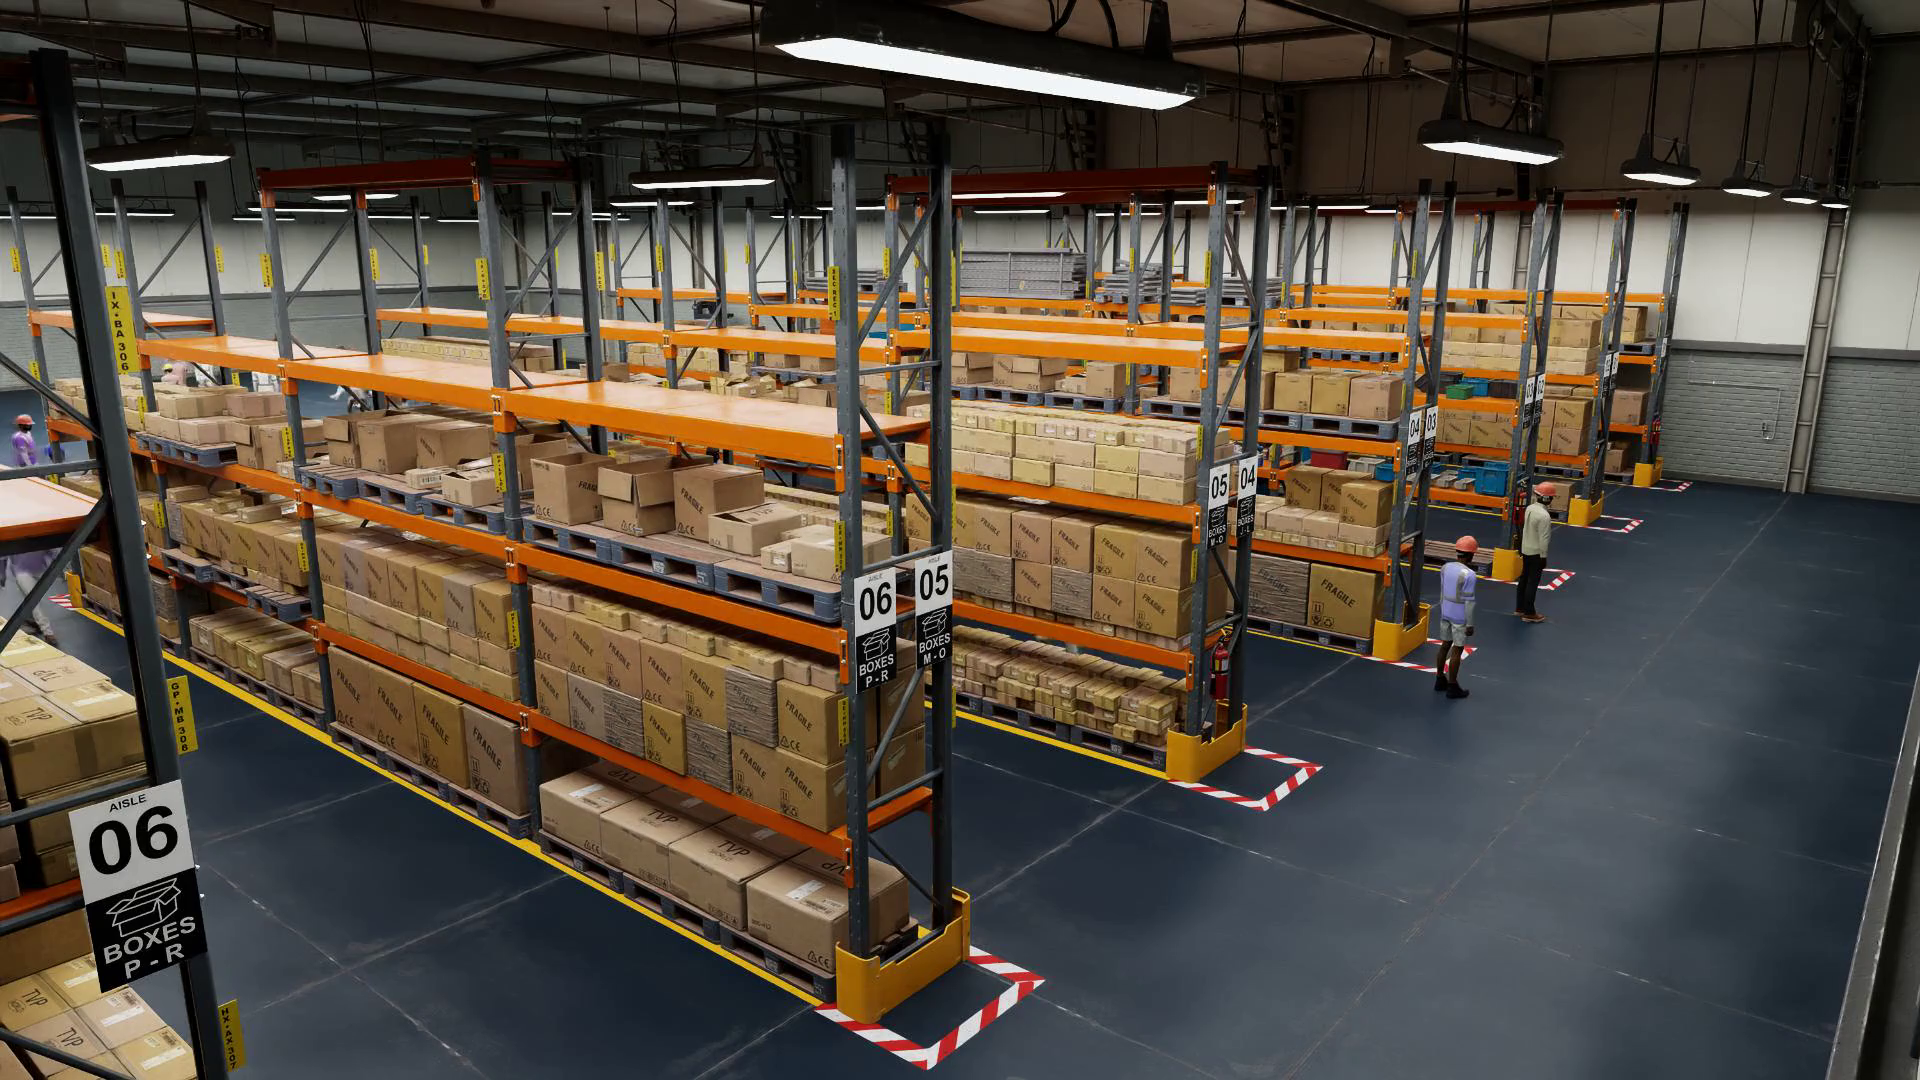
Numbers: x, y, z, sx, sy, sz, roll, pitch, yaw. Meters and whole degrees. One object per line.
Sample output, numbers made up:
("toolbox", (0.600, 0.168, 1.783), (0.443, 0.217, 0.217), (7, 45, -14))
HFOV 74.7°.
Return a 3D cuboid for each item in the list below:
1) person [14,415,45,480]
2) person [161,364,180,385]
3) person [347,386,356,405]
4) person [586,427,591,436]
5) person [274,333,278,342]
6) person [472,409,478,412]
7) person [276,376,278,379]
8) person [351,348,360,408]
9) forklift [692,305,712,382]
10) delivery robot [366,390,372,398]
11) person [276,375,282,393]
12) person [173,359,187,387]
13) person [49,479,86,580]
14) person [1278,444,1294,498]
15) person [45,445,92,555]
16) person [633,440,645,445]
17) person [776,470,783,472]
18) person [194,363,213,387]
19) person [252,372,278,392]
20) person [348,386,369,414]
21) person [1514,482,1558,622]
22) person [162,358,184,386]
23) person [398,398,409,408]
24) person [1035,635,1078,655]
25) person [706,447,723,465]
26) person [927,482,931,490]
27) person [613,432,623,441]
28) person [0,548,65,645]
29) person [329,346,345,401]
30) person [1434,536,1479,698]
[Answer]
("person", (-18.334, -1.537, 24.968), (0.848, 1.902, 0.583), (-4, 14, -16))
("person", (-22.560, -4.156, 36.047), (0.312, 1.768, 0.530), (6, 15, 22))
("person", (-19.470, -5.156, 40.325), (0.548, 1.673, 0.572), (2, 14, 6))
("person", (-9.639, -3.501, 33.023), (0.564, 1.915, 0.567), (-5, 14, -19))
("person", (-24.065, -6.373, 44.682), (0.685, 2.000, 1.020), (-3, 14, -12))
("person", (-12.044, -2.862, 31.069), (0.847, 1.585, 0.521), (1, 14, 5))
("person", (-25.593, -7.021, 47.654), (1.021, 1.847, 0.657), (4, 14, 17))
("person", (-18.902, -5.097, 39.645), (0.704, 1.887, 0.679), (7, 15, 27))
("forklift", (-9.511, -7.392, 47.124), (1.873, 2.768, 1.129), (11, 17, 38))
("delivery robot", (-18.748, -4.689, 40.115), (0.335, 0.223, 0.698), (-8, 16, -29))
("person", (-22.598, -5.524, 41.997), (0.504, 1.618, 0.558), (1, 14, 6))
("person", (-26.714, -5.918, 43.024), (0.732, 1.905, 0.584), (1, 14, 4))
("person", (-14.339, -0.282, 20.225), (0.495, 1.713, 0.837), (-3, 14, -14))
("person", (6.901, -1.760, 26.085), (0.676, 1.817, 0.602), (10, 17, 36))
("person", (-15.446, -0.698, 21.546), (0.987, 1.914, 0.616), (-7, 15, -27))
("person", (-5.738, -0.843, 22.171), (0.807, 1.896, 0.619), (8, 16, 29))
("person", (-3.988, -2.469, 28.825), (0.621, 1.914, 0.926), (-8, 16, -31))
("person", (-23.963, -5.157, 39.989), (0.852, 1.857, 0.584), (7, 15, 27))
("person", (-19.520, -4.149, 35.450), (0.636, 2.039, 0.389), (-3, 14, -14))
("person", (-17.701, -4.427, 36.841), (0.510, 1.920, 0.741), (9, 17, 34))
("person", (8.172, 0.157, 17.847), (0.406, 1.986, 0.617), (0, 14, 2))
("person", (-23.593, -4.631, 37.828), (1.032, 1.849, 0.643), (10, 17, 35))
("person", (-13.225, -2.687, 29.910), (0.962, 1.825, 0.522), (-4, 14, -16))
("person", (1.265, 0.659, 16.186), (0.659, 1.787, 0.974), (-11, 18, -39))
("person", (-4.255, -0.744, 21.851), (0.429, 1.841, 0.633), (5, 15, 21))
("person", (-0.404, 0.134, 17.887), (0.698, 2.004, 0.652), (10, 17, 36))
("person", (-9.036, -3.542, 33.242), (0.556, 1.894, 0.932), (-3, 14, -12))
("person", (-12.559, 0.421, 17.011), (1.061, 1.881, 0.674), (9, 16, 33))
("person", (-20.412, -5.525, 41.653), (1.006, 1.777, 0.657), (-10, 17, -35))
("person", (5.909, 0.895, 14.933), (0.389, 1.929, 0.545), (-4, 14, -15))
